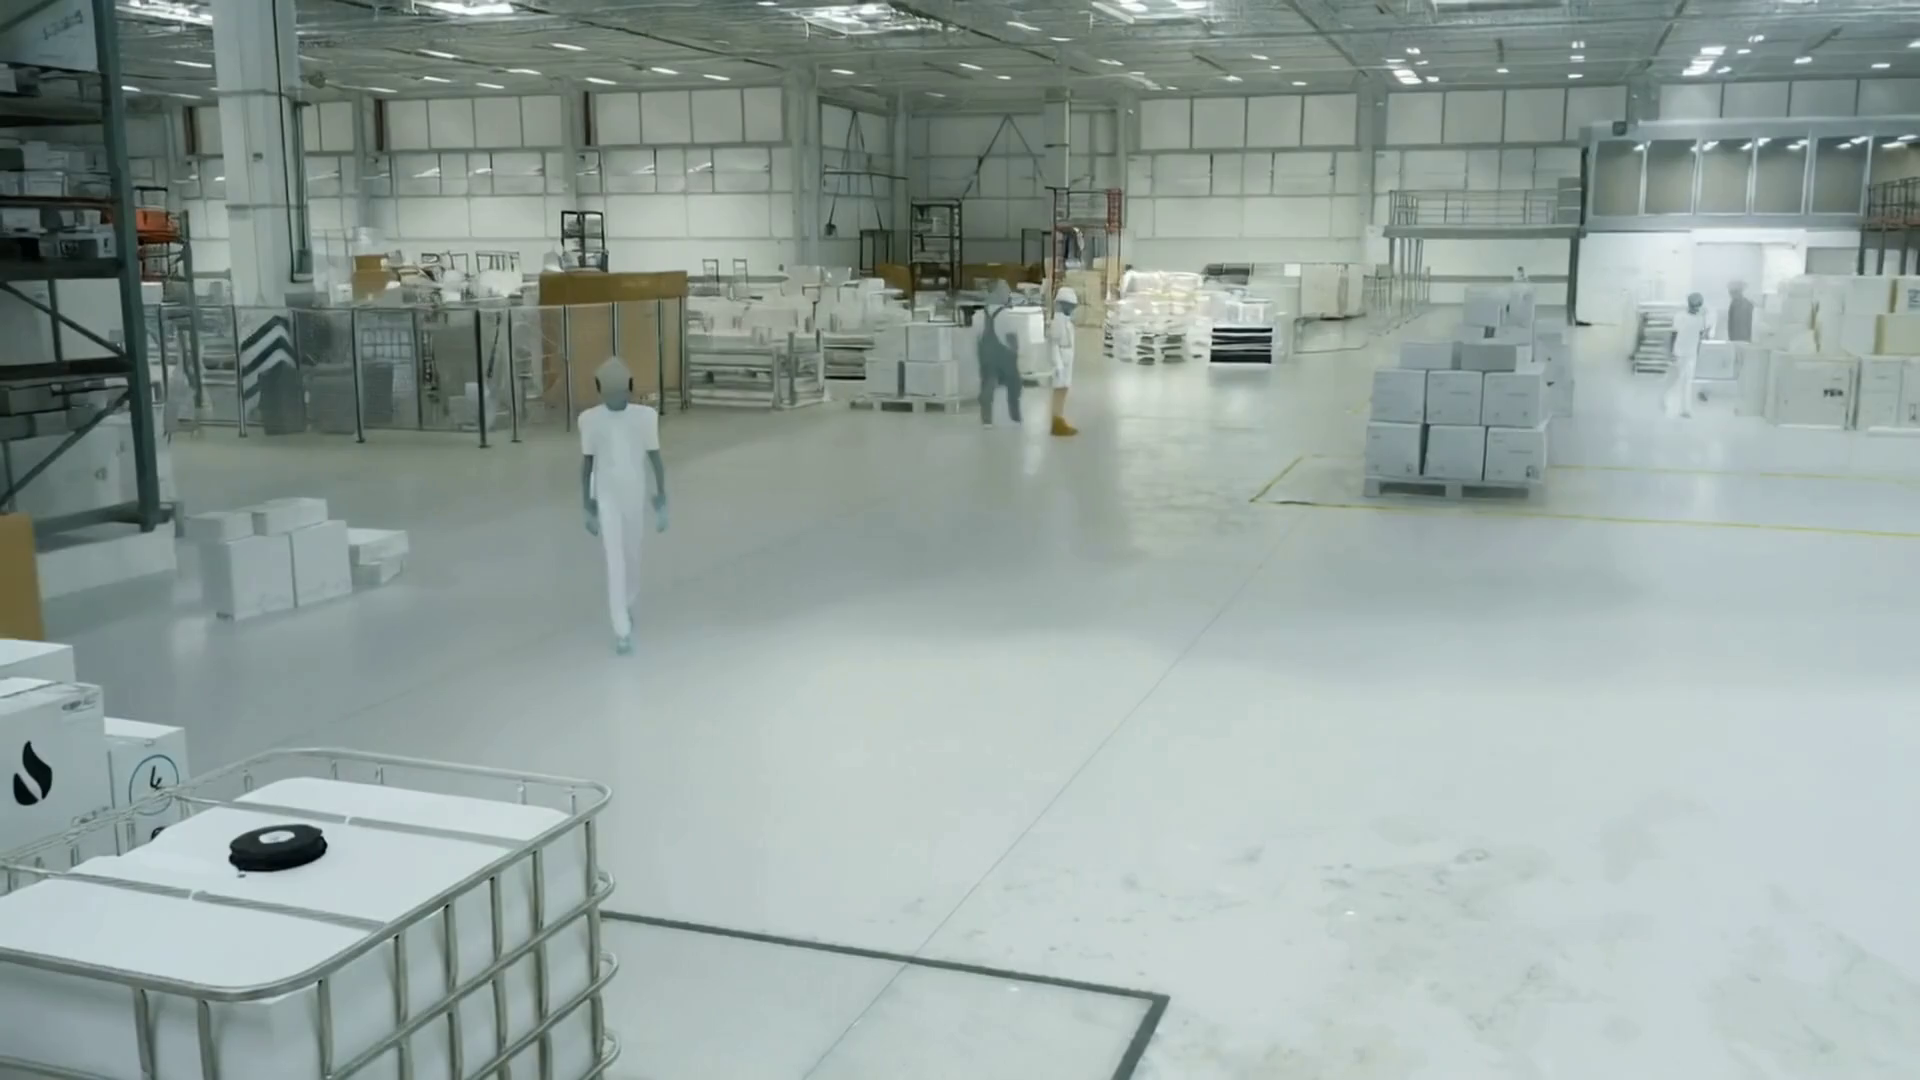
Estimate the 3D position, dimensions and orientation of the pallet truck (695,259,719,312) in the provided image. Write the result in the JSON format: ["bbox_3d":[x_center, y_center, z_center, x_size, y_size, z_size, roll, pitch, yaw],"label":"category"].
[{"bbox_3d":[-9.165,-9.627,62.776,0.823,1.965,1.885,4,11,23],"label":"pallet truck"}]

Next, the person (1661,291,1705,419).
[{"bbox_3d":[10.519,-2.694,24.192,0.526,1.842,0.674,-2,10,-9],"label":"person"}]

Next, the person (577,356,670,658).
[{"bbox_3d":[-2.110,-0.250,10.444,0.532,1.835,0.923,-3,10,-16],"label":"person"}]

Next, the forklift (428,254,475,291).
[{"bbox_3d":[-20.133,-10.254,65.465,1.157,1.987,2.680,3,11,19],"label":"forklift"}]

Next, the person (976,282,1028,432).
[{"bbox_3d":[0.577,-2.477,22.389,0.705,2.000,0.838,8,13,37],"label":"person"}]

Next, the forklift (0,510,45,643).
[{"bbox_3d":[-5.950,-0.457,8.646,1.873,2.768,1.129,3,11,19],"label":"forklift"}]

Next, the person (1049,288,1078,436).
[{"bbox_3d":[1.371,-2.341,21.912,0.355,1.938,0.544,4,11,22],"label":"person"}]

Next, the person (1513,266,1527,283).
[{"bbox_3d":[16.727,-7.261,49.809,0.355,1.876,0.573,-3,10,-16],"label":"person"}]

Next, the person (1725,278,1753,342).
[{"bbox_3d":[12.742,-3.281,27.137,0.621,1.970,0.628,-9,13,-40],"label":"person"}]

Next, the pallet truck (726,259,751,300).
[{"bbox_3d":[-7.986,-9.493,62.019,0.823,1.965,1.885,3,11,17],"label":"pallet truck"}]

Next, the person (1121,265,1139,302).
[{"bbox_3d":[4.211,-5.771,40.993,0.854,2.022,0.614,-8,13,-37],"label":"person"}]

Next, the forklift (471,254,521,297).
[{"bbox_3d":[-17.990,-10.121,64.684,1.157,1.987,2.680,3,11,17],"label":"forklift"}]
